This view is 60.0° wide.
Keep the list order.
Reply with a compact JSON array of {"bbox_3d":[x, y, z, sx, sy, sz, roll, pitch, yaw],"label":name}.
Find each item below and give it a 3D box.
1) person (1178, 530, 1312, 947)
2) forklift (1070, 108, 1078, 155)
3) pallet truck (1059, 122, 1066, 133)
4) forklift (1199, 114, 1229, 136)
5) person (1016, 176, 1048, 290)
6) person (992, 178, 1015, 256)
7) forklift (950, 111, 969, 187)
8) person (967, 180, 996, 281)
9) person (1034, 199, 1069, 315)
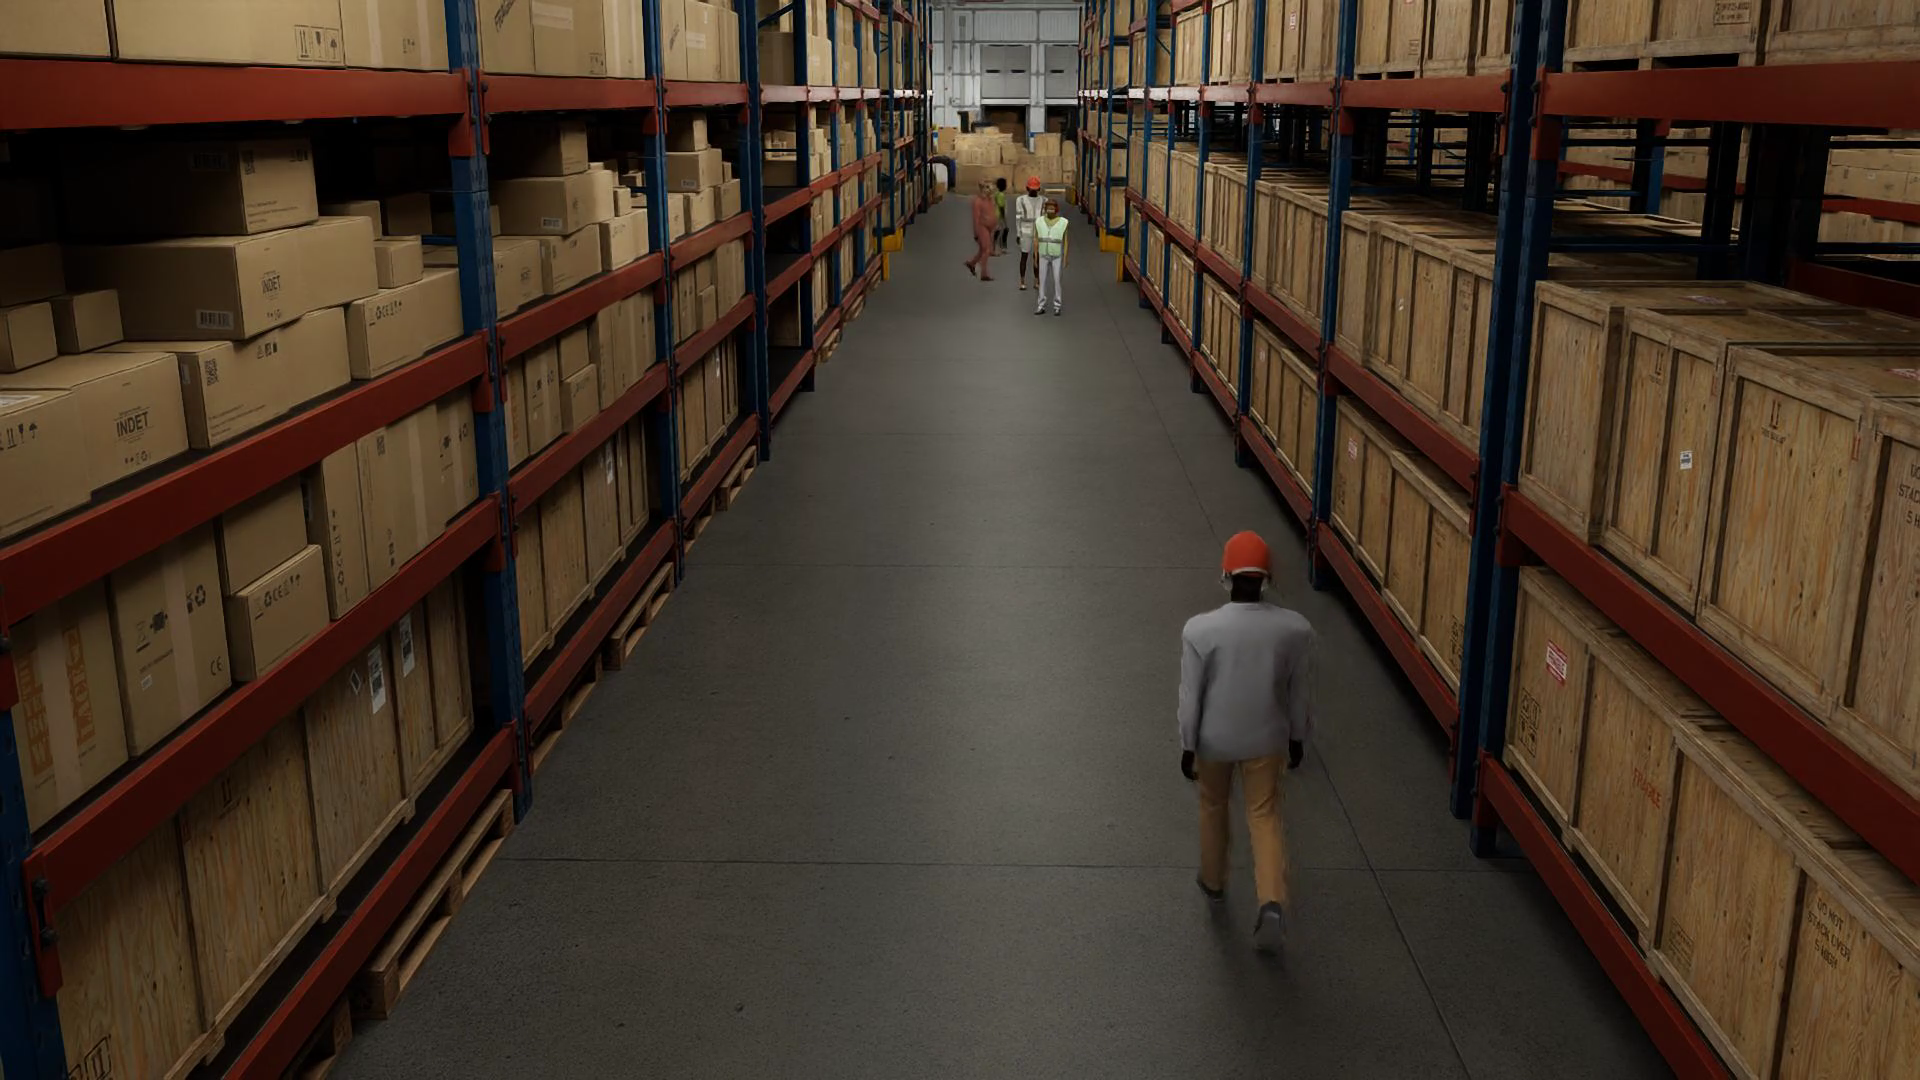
[{"bbox_3d":[1.194,0.815,6.957,0.570,1.724,0.779,-1,15,-4],"label":"person"},{"bbox_3d":[5.548,-18.497,76.614,1.129,2.768,1.873,-7,17,-24],"label":"forklift"},{"bbox_3d":[5.788,-21.111,88.014,1.885,1.965,0.823,5,16,18],"label":"pallet truck"},{"bbox_3d":[8.007,-12.086,52.758,1.129,2.768,1.873,0,15,2],"label":"forklift"},{"bbox_3d":[1.303,-5.512,29.908,0.605,2.034,0.387,-3,15,-11],"label":"person"},{"bbox_3d":[0.957,-7.015,36.163,0.688,1.668,0.559,0,15,-1],"label":"person"},{"bbox_3d":[0.141,-14.563,61.975,1.873,2.768,1.129,0,15,2],"label":"forklift"},{"bbox_3d":[0.410,-5.853,31.434,0.582,1.894,0.655,8,17,27],"label":"person"},{"bbox_3d":[1.455,-4.514,26.562,0.564,1.838,0.390,4,16,14],"label":"person"}]
